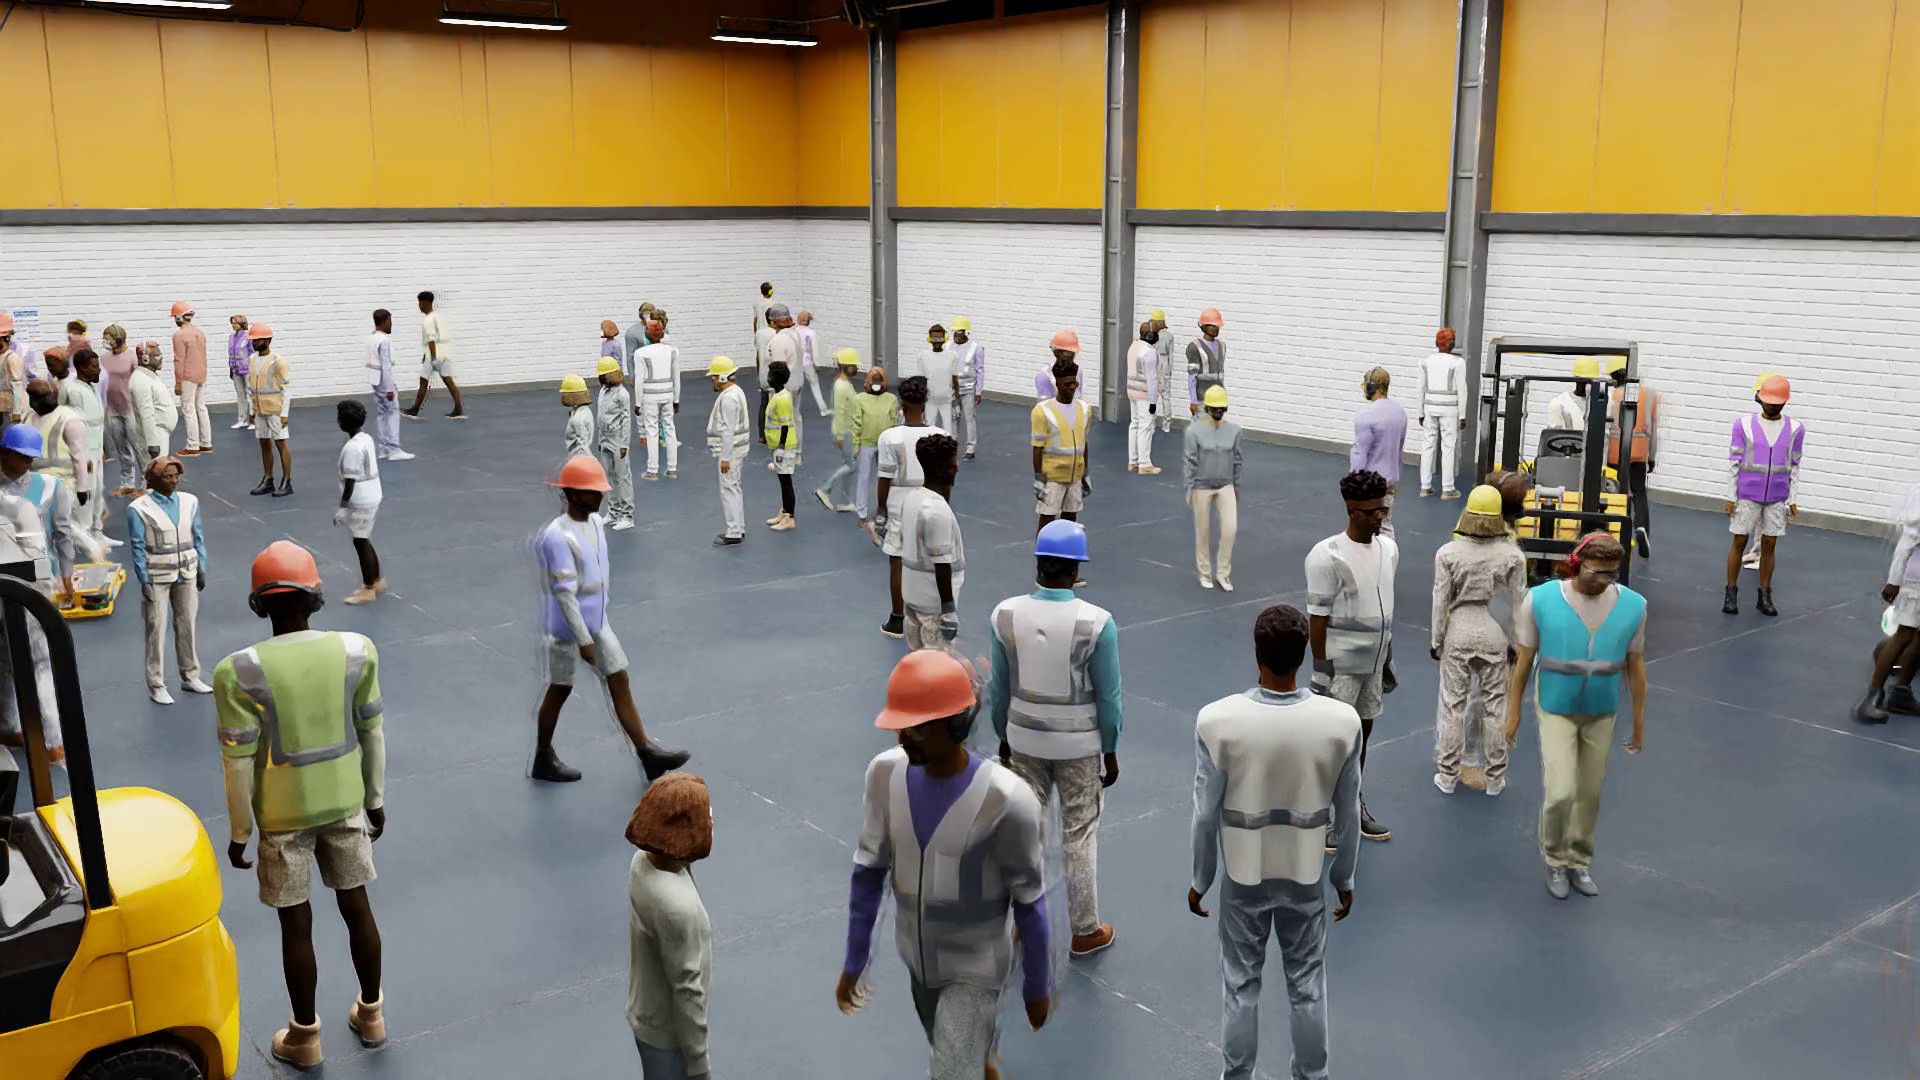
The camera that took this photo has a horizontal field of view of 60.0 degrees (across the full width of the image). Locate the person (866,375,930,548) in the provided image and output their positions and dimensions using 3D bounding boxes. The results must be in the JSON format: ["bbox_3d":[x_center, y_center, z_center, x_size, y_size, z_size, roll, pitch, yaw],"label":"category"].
[{"bbox_3d":[-0.511,-0.714,15.557,0.676,1.675,0.538,0,12,2],"label":"person"}]

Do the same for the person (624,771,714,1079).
[{"bbox_3d":[-0.869,1.489,5.058,0.278,1.627,0.505,-5,13,-23],"label":"person"}]

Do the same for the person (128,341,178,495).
[{"bbox_3d":[-7.941,-1.011,16.446,0.408,1.908,0.643,-5,13,-21],"label":"person"}]

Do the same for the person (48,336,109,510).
[{"bbox_3d":[-9.329,-1.210,17.543,0.419,1.857,0.713,6,13,27],"label":"person"}]

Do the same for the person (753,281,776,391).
[{"bbox_3d":[-3.291,-3.475,28.440,0.523,1.868,0.318,6,13,25],"label":"person"}]

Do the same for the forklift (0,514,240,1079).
[{"bbox_3d":[-3.687,1.115,5.480,2.313,2.155,1.214,-9,15,-36],"label":"forklift"}]

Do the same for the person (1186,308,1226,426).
[{"bbox_3d":[2.876,-1.659,19.244,0.607,2.044,0.375,-11,16,-42],"label":"person"}]

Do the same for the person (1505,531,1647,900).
[{"bbox_3d":[2.897,0.825,7.829,0.629,1.800,0.511,0,12,0],"label":"person"}]

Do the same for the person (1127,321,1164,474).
[{"bbox_3d":[2.229,-1.709,19.996,0.430,1.840,0.633,-3,12,-16],"label":"person"}]

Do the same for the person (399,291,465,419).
[{"bbox_3d":[-7.895,-2.746,24.826,0.973,1.908,0.598,1,12,7],"label":"person"}]

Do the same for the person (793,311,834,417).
[{"bbox_3d":[-2.311,-2.646,25.082,0.671,1.612,0.452,5,13,22],"label":"person"}]

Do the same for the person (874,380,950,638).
[{"bbox_3d":[-0.353,-0.232,12.573,0.621,1.952,0.384,-6,13,-26],"label":"person"}]

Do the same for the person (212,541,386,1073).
[{"bbox_3d":[-2.502,1.012,6.351,0.609,2.040,0.395,-10,15,-39],"label":"person"}]

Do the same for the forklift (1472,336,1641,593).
[{"bbox_3d":[4.683,-0.471,13.136,1.214,2.155,2.313,4,12,20],"label":"forklift"}]

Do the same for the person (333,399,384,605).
[{"bbox_3d":[-4.889,-0.305,13.563,0.321,1.693,0.578,-2,12,-10],"label":"person"}]

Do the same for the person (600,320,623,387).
[{"bbox_3d":[-4.804,-2.209,22.889,0.276,1.633,0.507,-9,15,-37],"label":"person"}]

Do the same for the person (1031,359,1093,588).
[{"bbox_3d":[0.868,-0.557,14.105,0.608,1.965,0.370,-8,14,-34],"label":"person"}]

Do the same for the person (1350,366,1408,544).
[{"bbox_3d":[3.443,-0.467,13.771,0.633,1.931,0.364,-11,16,-43],"label":"person"}]

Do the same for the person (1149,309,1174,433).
[{"bbox_3d":[2.774,-2.381,23.458,0.487,1.743,0.315,-3,12,-16],"label":"person"}]

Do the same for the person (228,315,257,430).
[{"bbox_3d":[-10.251,-2.399,23.794,0.514,1.642,0.310,5,13,25],"label":"person"}]

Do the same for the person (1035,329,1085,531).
[{"bbox_3d":[1.014,-1.060,16.389,0.611,2.032,0.411,-11,16,-43],"label":"person"}]

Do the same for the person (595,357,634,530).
[{"bbox_3d":[-3.486,-0.973,16.677,0.305,1.737,0.484,-11,16,-43],"label":"person"}]

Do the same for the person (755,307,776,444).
[{"bbox_3d":[-2.512,-2.182,22.237,0.526,1.856,0.346,8,14,33],"label":"person"}]

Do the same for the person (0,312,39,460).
[{"bbox_3d":[-10.769,-1.574,18.875,0.639,2.027,0.540,-11,16,-41],"label":"person"}]

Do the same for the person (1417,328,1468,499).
[{"bbox_3d":[5.316,-1.394,18.351,0.573,1.883,0.353,10,16,41],"label":"person"}]

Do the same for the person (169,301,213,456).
[{"bbox_3d":[-9.894,-2.067,21.367,0.403,1.983,0.627,1,12,7],"label":"person"}]

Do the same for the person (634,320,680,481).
[{"bbox_3d":[-3.553,-1.639,19.533,0.580,1.883,0.352,-9,15,-36],"label":"person"}]

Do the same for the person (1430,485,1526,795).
[{"bbox_3d":[2.872,0.556,9.272,0.493,1.742,0.322,2,12,11],"label":"person"}]

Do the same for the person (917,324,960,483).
[{"bbox_3d":[-0.252,-1.575,19.293,0.512,1.861,0.324,0,12,-1],"label":"person"}]

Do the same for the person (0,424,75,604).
[{"bbox_3d":[-5.942,0.217,10.507,0.647,1.913,0.430,-7,13,-29],"label":"person"}]

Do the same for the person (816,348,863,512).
[{"bbox_3d":[-1.222,-1.136,17.435,0.441,1.750,0.529,1,12,3],"label":"person"}]

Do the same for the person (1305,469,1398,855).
[{"bbox_3d":[2.010,0.606,8.490,0.602,1.966,0.368,-9,14,-36],"label":"person"}]
